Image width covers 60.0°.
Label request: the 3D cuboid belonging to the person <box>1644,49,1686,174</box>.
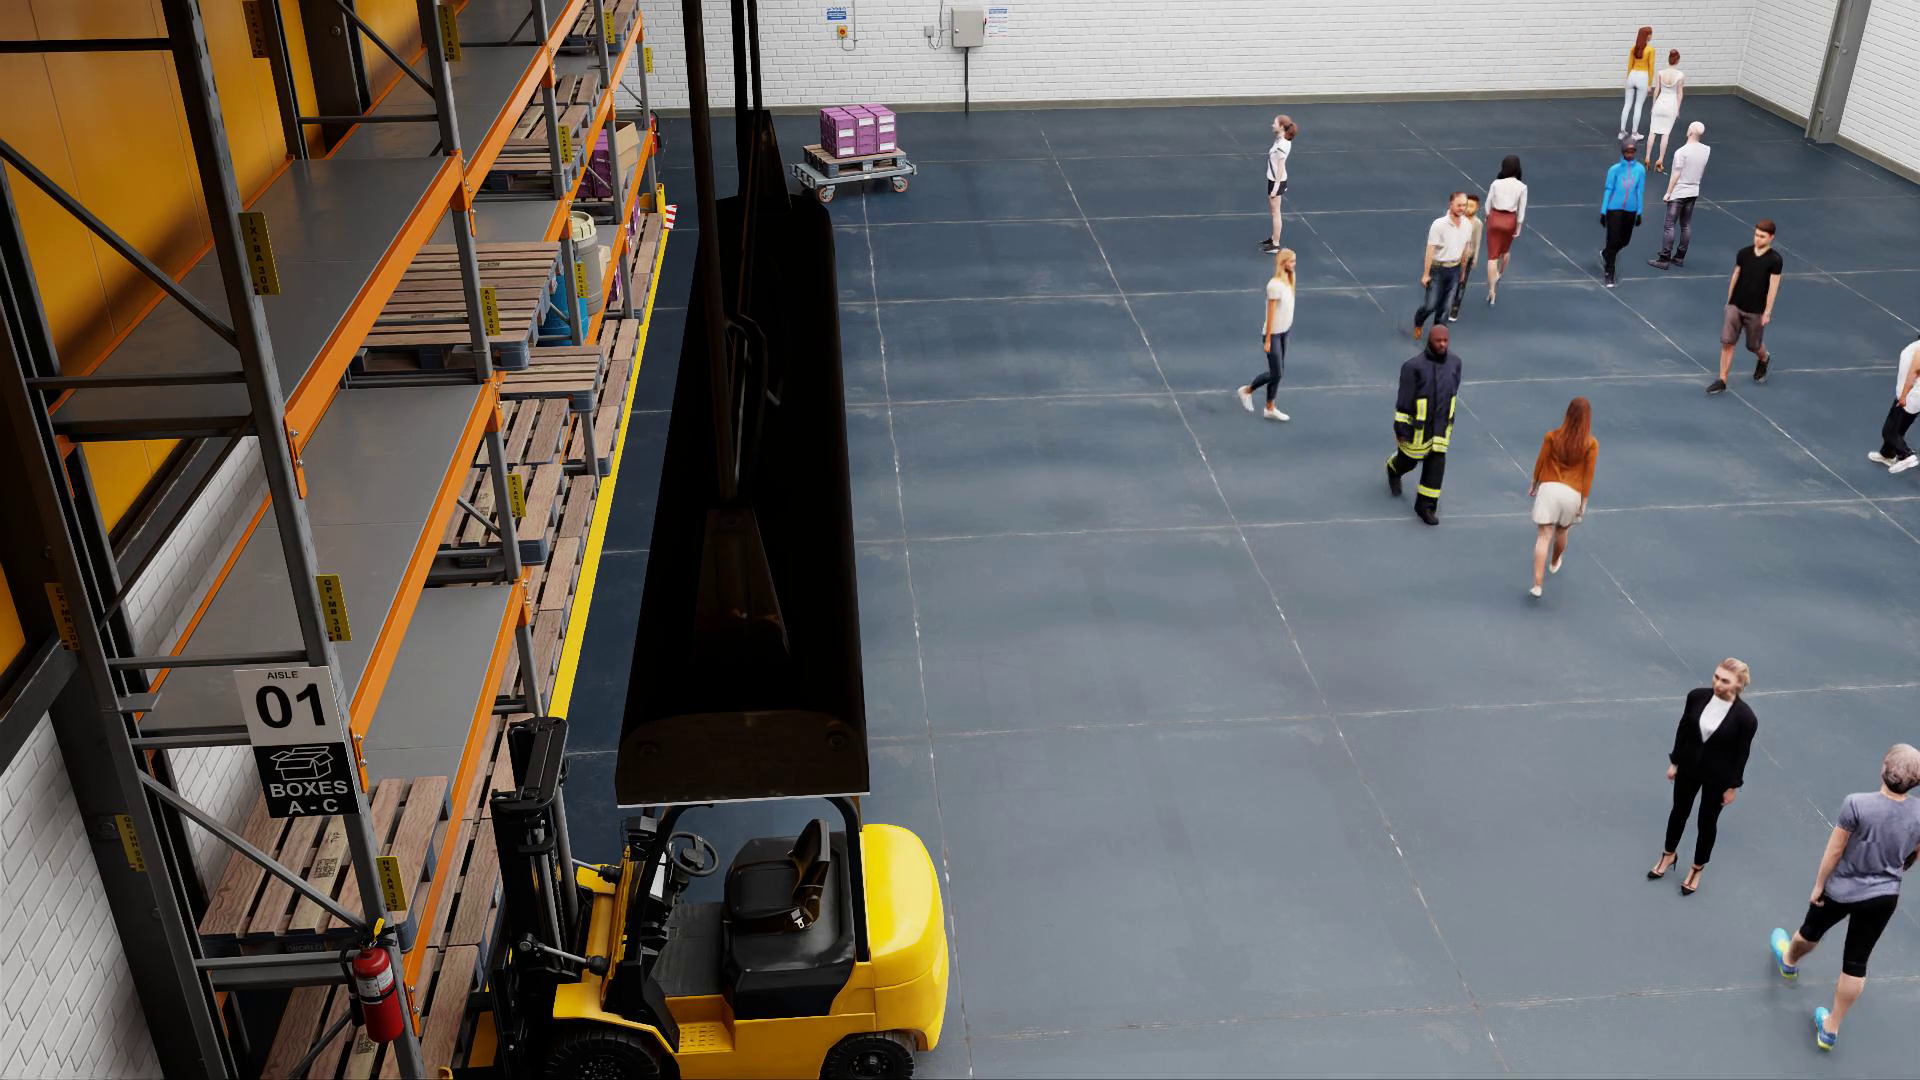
[{"bbox_3d":[10.368,-6.320,24.486,0.626,1.793,0.685,22,35,34],"label":"person"}]

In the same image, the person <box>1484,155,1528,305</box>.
[{"bbox_3d":[6.380,-3.620,19.632,0.786,1.700,1.141,6,29,11],"label":"person"}]

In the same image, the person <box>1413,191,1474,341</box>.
[{"bbox_3d":[5.281,-2.971,18.291,0.713,1.846,0.908,-5,29,-8],"label":"person"}]

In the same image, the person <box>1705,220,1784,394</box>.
[{"bbox_3d":[8.274,-2.435,17.317,1.118,1.837,1.181,-20,34,-32],"label":"person"}]

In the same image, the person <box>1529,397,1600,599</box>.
[{"bbox_3d":[4.884,-0.313,13.585,0.960,1.685,1.190,11,30,19],"label":"person"}]

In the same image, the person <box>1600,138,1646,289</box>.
[{"bbox_3d":[8.047,-4.024,20.284,0.699,1.785,0.964,0,29,0],"label":"person"}]

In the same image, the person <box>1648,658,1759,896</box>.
[{"bbox_3d":[4.625,1.460,10.314,0.751,1.705,0.658,-23,36,-36],"label":"person"}]

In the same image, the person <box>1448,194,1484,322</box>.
[{"bbox_3d":[5.834,-3.307,19.317,0.791,1.452,0.916,13,31,23],"label":"person"}]

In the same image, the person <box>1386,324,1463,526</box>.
[{"bbox_3d":[4.139,-1.098,14.909,0.787,1.796,1.158,-4,29,-7],"label":"person"}]

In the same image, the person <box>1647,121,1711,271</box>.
[{"bbox_3d":[9.022,-4.307,20.753,0.724,1.832,0.698,-12,31,-20],"label":"person"}]

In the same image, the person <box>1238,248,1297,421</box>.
[{"bbox_3d":[3.079,-2.055,16.659,0.901,1.801,0.854,18,33,29],"label":"person"}]

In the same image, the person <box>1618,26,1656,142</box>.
[{"bbox_3d":[10.623,-7.160,26.070,0.750,1.750,0.671,-23,36,-35],"label":"person"}]

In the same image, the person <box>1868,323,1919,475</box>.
[{"bbox_3d":[8.969,-1.393,15.574,0.837,1.676,0.933,-15,32,-26],"label":"person"}]

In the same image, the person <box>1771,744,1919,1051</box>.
[{"bbox_3d":[4.967,2.015,9.149,0.912,1.847,1.168,7,29,12],"label":"person"}]

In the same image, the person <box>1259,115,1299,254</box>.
[{"bbox_3d":[4.072,-4.575,21.329,0.681,1.752,0.573,5,29,8],"label":"person"}]
